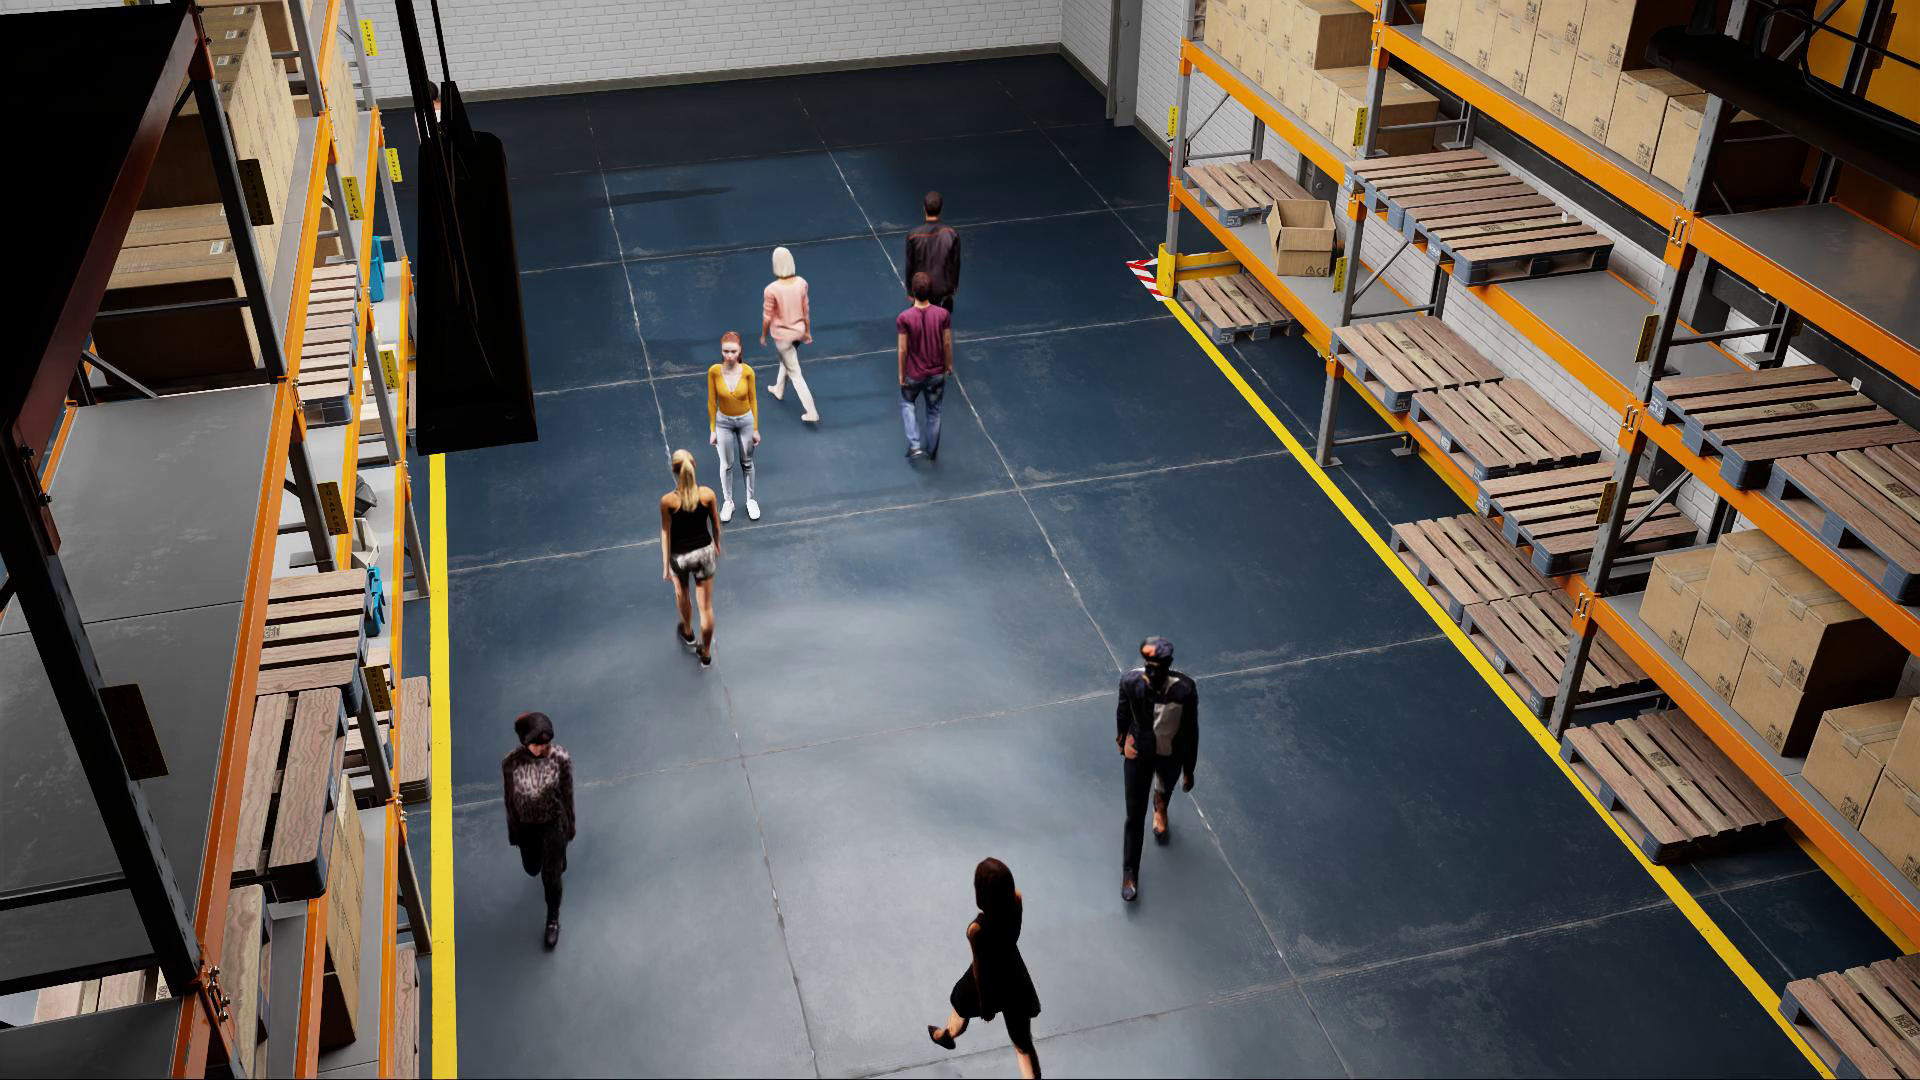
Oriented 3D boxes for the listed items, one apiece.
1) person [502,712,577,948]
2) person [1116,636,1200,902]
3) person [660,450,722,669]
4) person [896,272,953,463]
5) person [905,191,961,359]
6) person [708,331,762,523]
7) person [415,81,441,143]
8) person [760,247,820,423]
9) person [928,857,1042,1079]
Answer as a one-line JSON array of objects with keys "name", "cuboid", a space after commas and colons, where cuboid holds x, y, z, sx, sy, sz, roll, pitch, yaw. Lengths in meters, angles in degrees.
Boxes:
[{"name": "person", "cuboid": [-2.586, 1.713, 10.339, 0.708, 1.693, 0.973, -2, 34, -3]}, {"name": "person", "cuboid": [1.285, 1.327, 10.777, 0.990, 1.849, 1.290, 4, 34, 6]}, {"name": "person", "cuboid": [-1.996, 0.170, 12.538, 0.672, 1.827, 0.813, -11, 35, -16]}, {"name": "person", "cuboid": [-0.302, -1.503, 15.044, 0.704, 1.841, 0.712, -5, 34, -7]}, {"name": "person", "cuboid": [-0.254, -2.463, 16.407, 0.782, 1.931, 0.805, -2, 34, -2]}, {"name": "person", "cuboid": [-1.941, -0.981, 14.340, 0.619, 1.750, 0.620, -4, 34, -5]}, {"name": "person", "cuboid": [-6.221, -4.686, 19.971, 0.677, 1.687, 0.635, -12, 36, -18]}, {"name": "person", "cuboid": [-1.583, -1.901, 15.788, 0.936, 1.679, 1.237, -24, 40, -31]}, {"name": "person", "cuboid": [0.274, 2.509, 9.063, 0.939, 1.780, 1.221, -26, 42, -34]}]
